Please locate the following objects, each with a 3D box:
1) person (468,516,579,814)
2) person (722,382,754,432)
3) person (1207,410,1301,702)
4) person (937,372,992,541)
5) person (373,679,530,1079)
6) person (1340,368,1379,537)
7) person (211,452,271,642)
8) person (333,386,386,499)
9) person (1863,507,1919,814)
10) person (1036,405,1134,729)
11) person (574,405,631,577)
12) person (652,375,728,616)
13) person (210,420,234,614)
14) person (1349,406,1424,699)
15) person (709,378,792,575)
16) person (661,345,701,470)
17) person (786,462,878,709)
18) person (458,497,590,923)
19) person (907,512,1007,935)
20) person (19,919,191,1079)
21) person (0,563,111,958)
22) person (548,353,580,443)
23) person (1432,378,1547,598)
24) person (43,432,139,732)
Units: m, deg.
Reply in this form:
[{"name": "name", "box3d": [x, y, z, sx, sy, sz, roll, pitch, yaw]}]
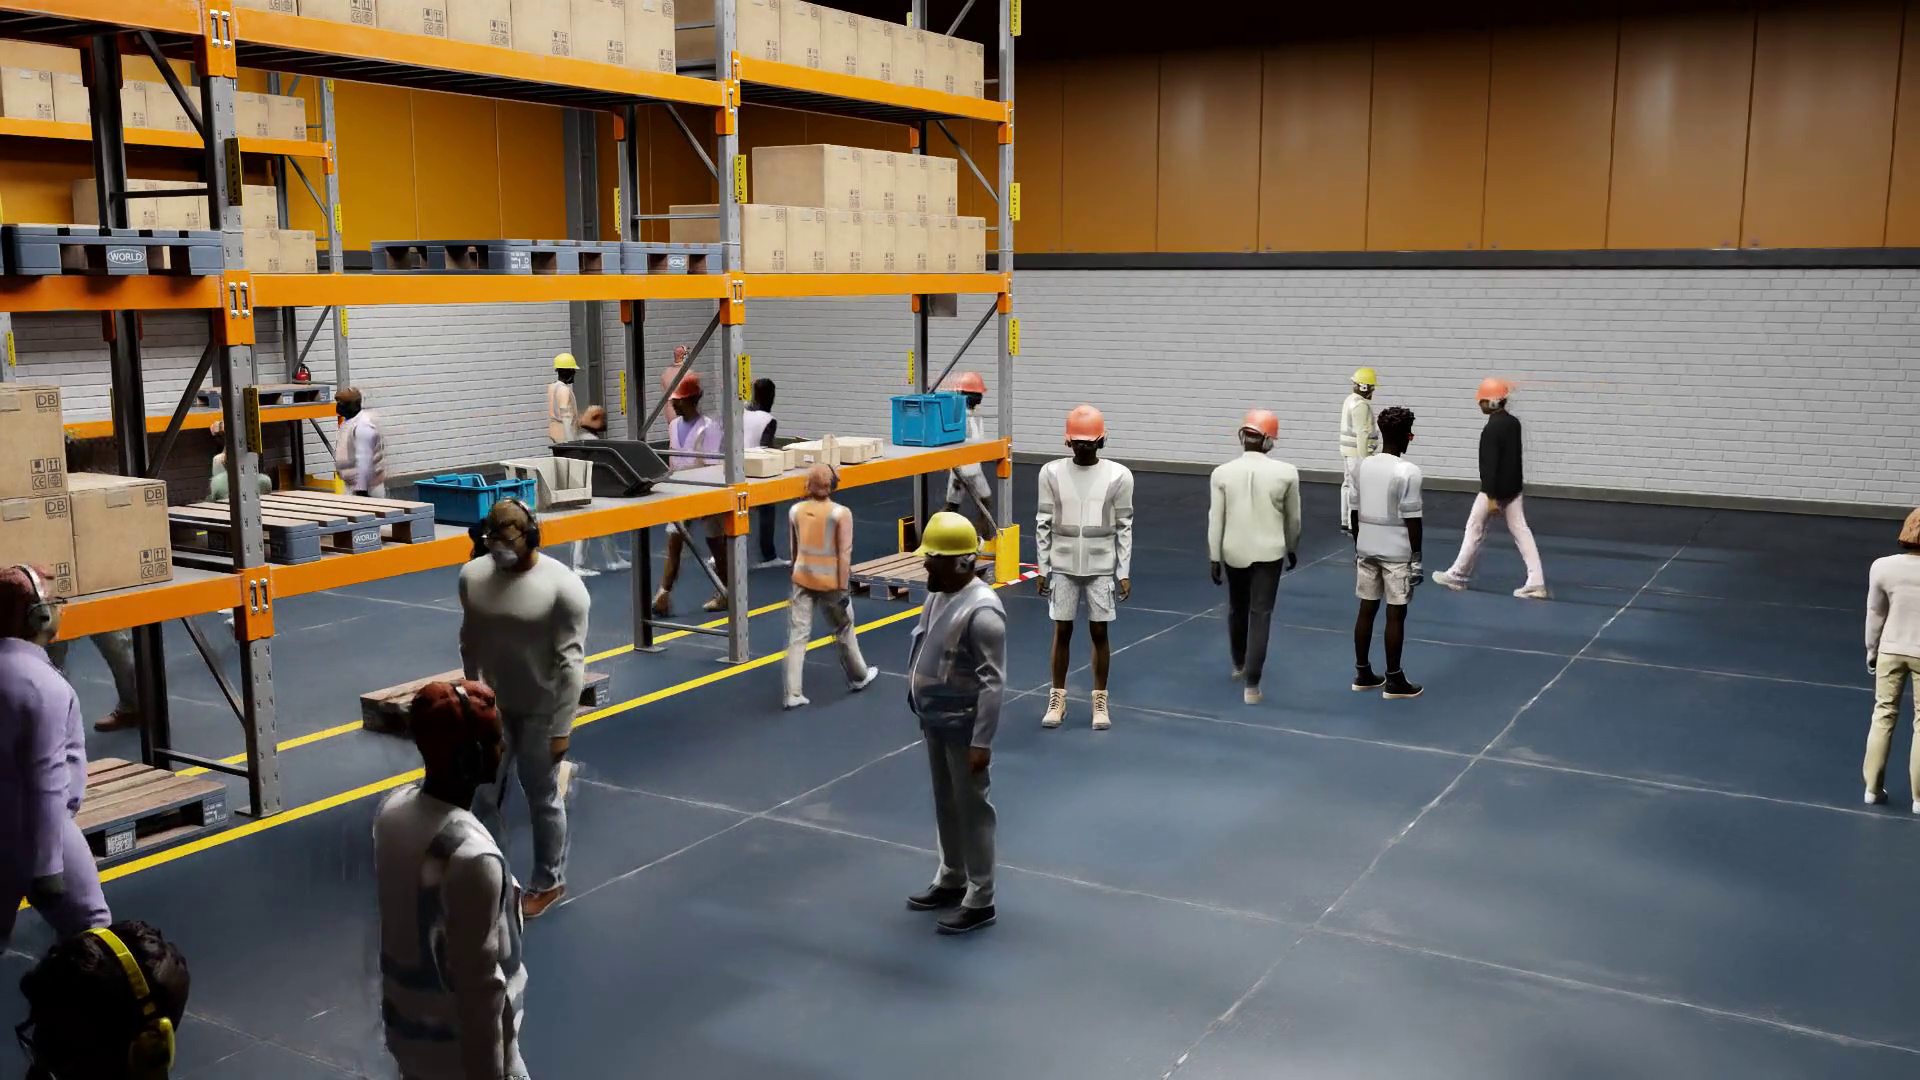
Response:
[{"name": "person", "box3d": [-2.230, 0.682, 8.363, 0.685, 1.664, 0.554, -8, 12, -42]}, {"name": "person", "box3d": [-2.977, -1.584, 22.550, 0.514, 1.642, 0.314, -3, 10, -18]}, {"name": "person", "box3d": [1.997, 0.085, 11.293, 0.587, 1.928, 1.025, 4, 10, 21]}, {"name": "person", "box3d": [-0.004, -0.719, 16.386, 0.962, 1.900, 0.542, 5, 10, 26]}, {"name": "person", "box3d": [-1.317, 1.259, 4.141, 0.821, 1.858, 0.586, -8, 12, -41]}, {"name": "person", "box3d": [4.323, -0.951, 18.021, 0.404, 1.827, 0.591, 0, 9, 0]}, {"name": "person", "box3d": [-5.405, 0.028, 12.522, 0.504, 1.617, 0.497, 2, 9, 12]}, {"name": "person", "box3d": [-5.591, -0.560, 15.705, 0.883, 1.804, 0.632, -8, 12, -41]}, {"name": "person", "box3d": [5.044, 0.628, 8.801, 0.281, 1.625, 0.493, -7, 12, -38]}, {"name": "person", "box3d": [0.767, 0.174, 10.359, 0.605, 2.034, 0.387, 2, 9, 9]}, {"name": "person", "box3d": [-3.331, -0.455, 15.625, 0.724, 1.609, 0.505, -3, 10, -20]}, {"name": "person", "box3d": [-2.255, -0.350, 13.699, 0.632, 1.995, 0.984, 7, 11, 36]}, {"name": "person", "box3d": [-6.050, -0.197, 13.899, 0.309, 1.640, 0.513, 1, 9, 8]}, {"name": "person", "box3d": [2.876, 0.078, 11.166, 0.363, 1.965, 0.610, -6, 11, -33]}, {"name": "person", "box3d": [-2.026, -0.603, 15.755, 0.672, 1.867, 0.973, 9, 13, 43]}, {"name": "person", "box3d": [-3.602, -1.590, 21.765, 0.643, 1.909, 0.410, 7, 11, 37]}, {"name": "person", "box3d": [-0.896, 0.287, 11.022, 0.537, 1.590, 0.866, 5, 10, 28]}, {"name": "person", "box3d": [-1.902, 0.761, 7.098, 0.664, 1.902, 0.705, 3, 9, 16]}, {"name": "person", "box3d": [-0.024, 0.780, 7.208, 0.404, 1.827, 0.600, -4, 10, -24]}, {"name": "person", "box3d": [-1.272, 1.495, 2.651, 0.521, 1.864, 0.335, 2, 9, 12]}, {"name": "person", "box3d": [-3.291, 1.024, 5.657, 0.652, 1.871, 0.933, 5, 10, 29]}, {"name": "person", "box3d": [-4.549, -1.191, 19.205, 0.371, 1.925, 0.595, -4, 10, -25]}, {"name": "person", "box3d": [4.736, -0.461, 14.658, 0.618, 1.937, 1.082, -7, 12, -39]}, {"name": "person", "box3d": [-5.419, 0.293, 10.032, 0.655, 1.892, 0.975, 6, 11, 33]}]
